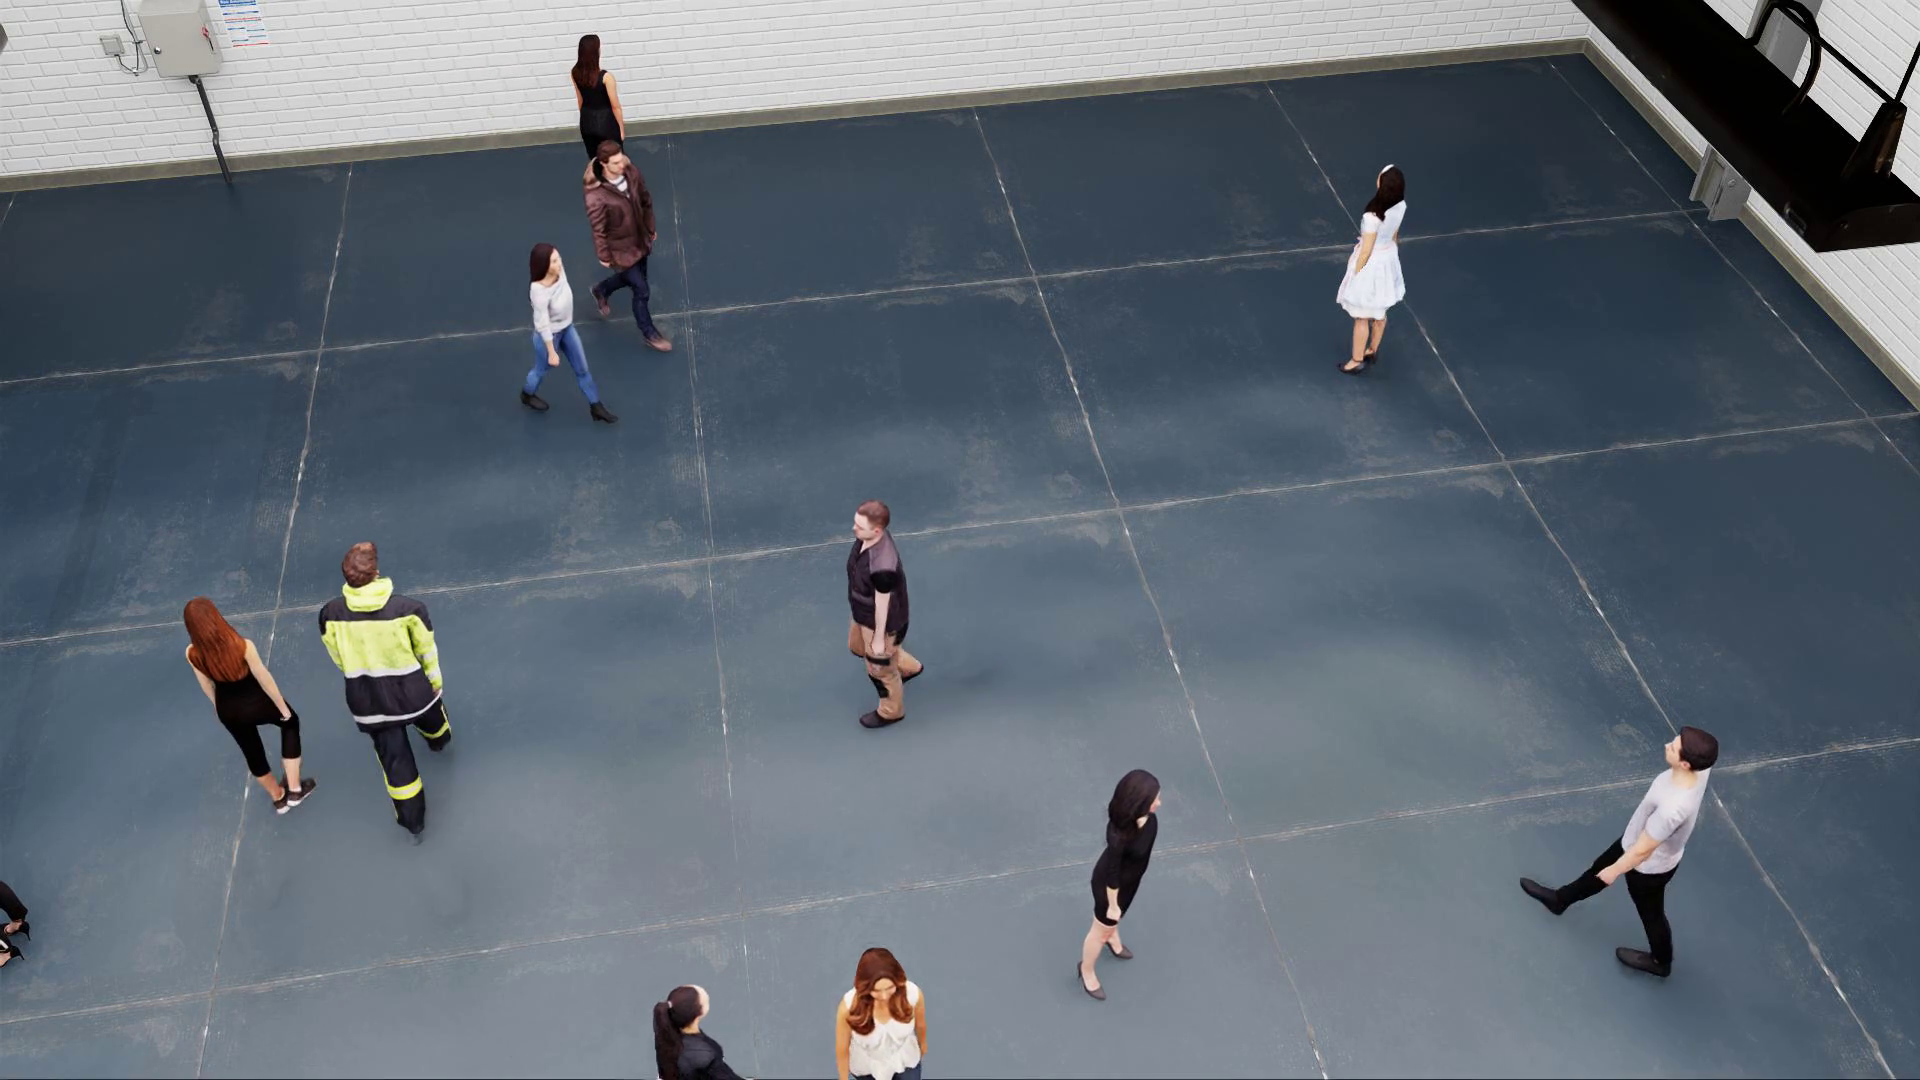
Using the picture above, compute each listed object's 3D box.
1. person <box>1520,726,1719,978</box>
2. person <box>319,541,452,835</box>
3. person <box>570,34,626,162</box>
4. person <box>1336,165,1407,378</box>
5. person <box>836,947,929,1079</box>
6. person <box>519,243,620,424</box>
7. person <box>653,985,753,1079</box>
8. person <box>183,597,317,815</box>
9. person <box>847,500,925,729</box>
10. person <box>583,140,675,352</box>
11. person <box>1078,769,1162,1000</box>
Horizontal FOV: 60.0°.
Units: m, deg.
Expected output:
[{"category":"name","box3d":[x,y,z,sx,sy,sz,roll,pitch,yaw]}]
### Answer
[{"category":"person","box3d":[3.745,1.715,8.816,1.222,1.820,1.179,24,49,23]},{"category":"person","box3d":[-3.302,0.880,9.605,0.815,1.940,1.220,-9,44,-9]},{"category":"person","box3d":[-3.137,-3.601,14.492,0.658,1.688,0.681,12,45,12]},{"category":"person","box3d":[3.178,-2.048,12.769,0.839,1.815,0.882,-29,51,-27]},{"category":"person","box3d":[-0.398,2.445,8.111,0.607,1.736,1.097,-7,44,-7]},{"category":"person","box3d":[-3.087,-1.524,12.382,0.996,1.591,1.081,11,45,11]},{"category":"person","box3d":[-1.293,2.712,7.877,0.958,1.672,1.039,-32,52,-29]},{"category":"person","box3d":[-4.134,1.027,9.610,0.620,1.721,0.578,-3,44,-3]},{"category":"person","box3d":[-0.395,0.438,10.154,0.782,1.823,0.686,-12,45,-13]},{"category":"person","box3d":[-2.695,-2.354,13.093,1.195,1.811,1.186,21,47,21]},{"category":"person","box3d":[0.836,1.784,8.761,0.733,1.797,0.662,23,48,22]}]
